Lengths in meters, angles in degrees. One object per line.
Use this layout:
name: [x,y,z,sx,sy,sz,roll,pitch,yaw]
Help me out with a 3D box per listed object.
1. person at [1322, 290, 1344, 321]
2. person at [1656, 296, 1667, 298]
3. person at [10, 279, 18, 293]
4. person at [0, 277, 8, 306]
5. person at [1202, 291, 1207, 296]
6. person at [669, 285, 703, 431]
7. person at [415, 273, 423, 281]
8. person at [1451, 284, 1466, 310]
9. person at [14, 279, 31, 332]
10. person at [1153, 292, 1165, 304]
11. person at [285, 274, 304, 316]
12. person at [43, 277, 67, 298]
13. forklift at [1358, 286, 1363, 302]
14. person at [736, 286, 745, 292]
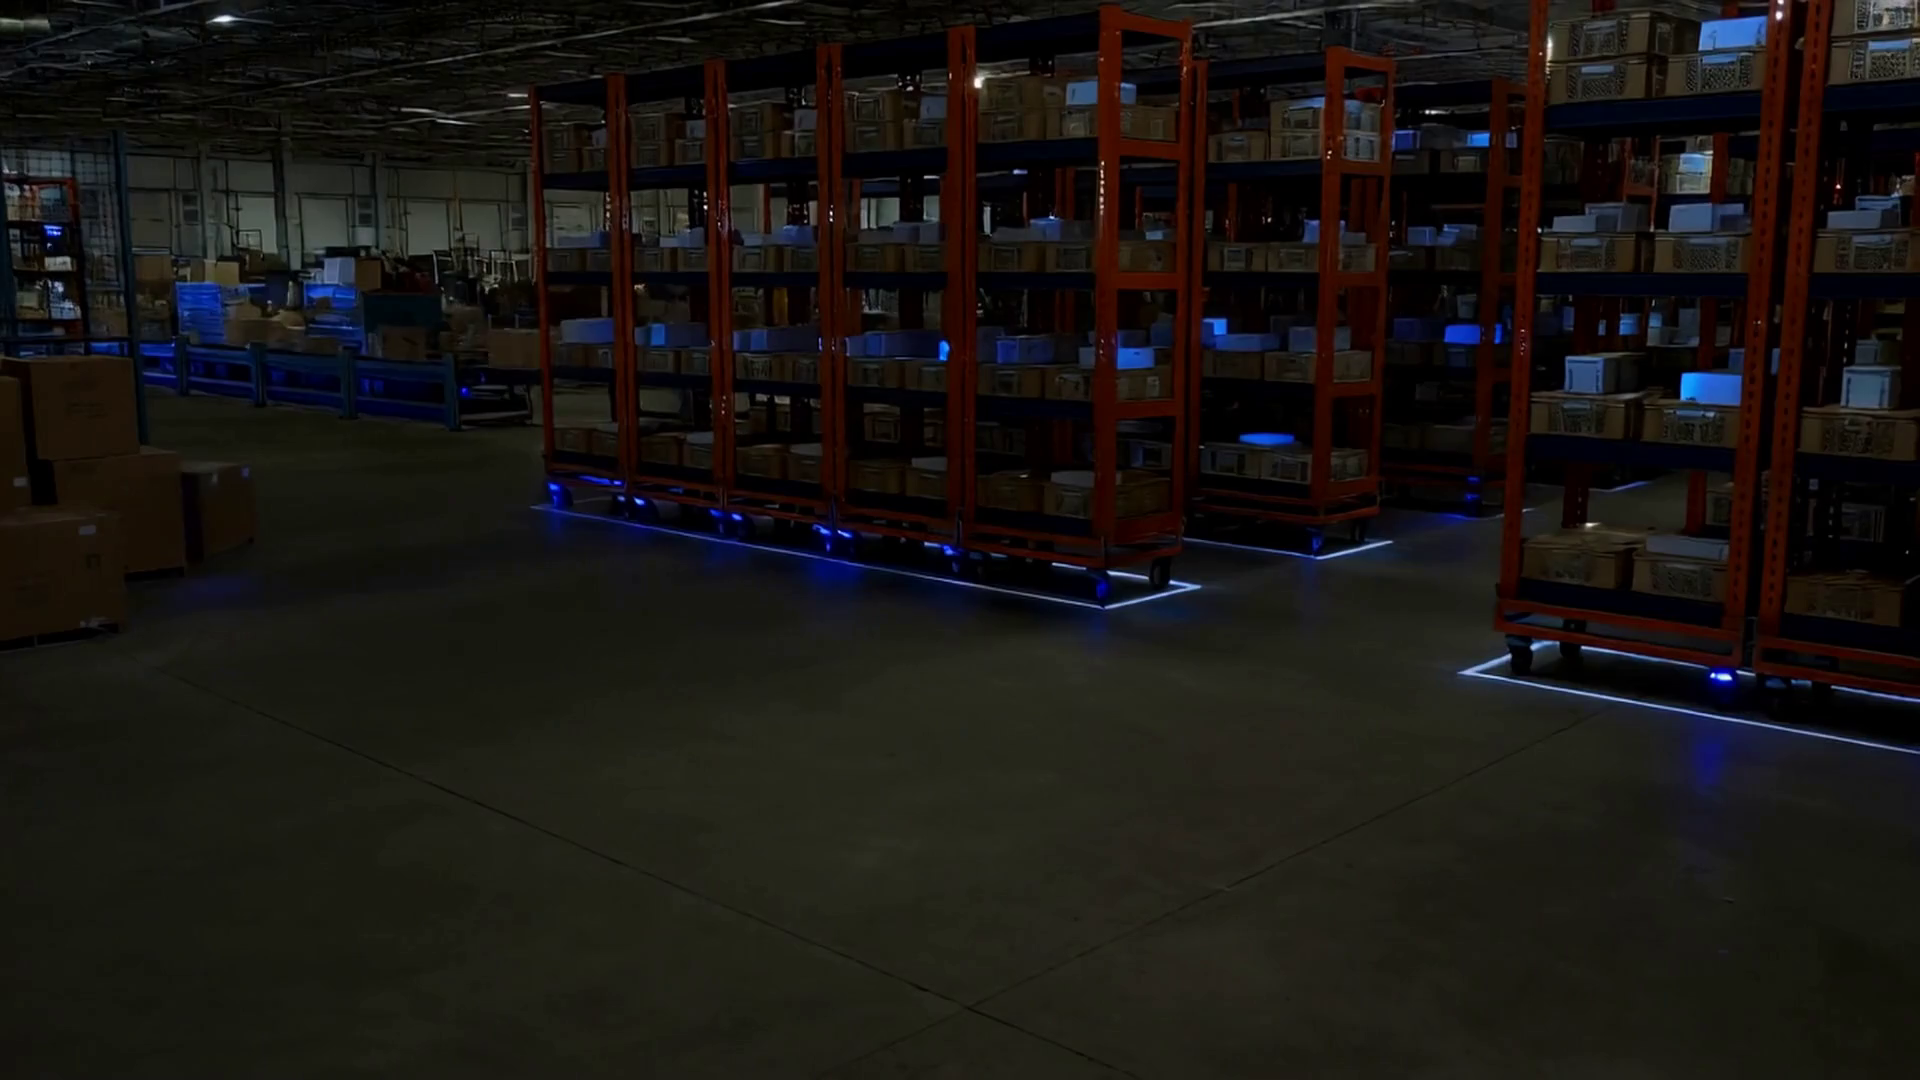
person: [4.810,-2.387,21.899,0.584,1.799,0.899,-7,12,-37]
person: [12.359,-3.688,29.579,0.420,1.891,0.672,1,9,8]
person: [-40.949,-10.500,71.951,0.398,1.680,0.546,5,10,28]
person: [-45.721,-11.878,79.682,0.374,1.929,0.542,3,10,19]
person: [7.476,-7.398,52.388,0.854,1.870,0.649,1,9,6]
person: [-2.923,-1.931,18.532,0.670,1.975,0.651,-6,11,-34]
person: [-28.290,-13.010,86.820,0.581,1.869,0.440,-2,9,-12]
person: [9.218,-3.868,30.811,0.390,1.850,0.563,4,10,22]
person: [-25.772,-6.286,45.725,0.999,1.837,0.583,-9,13,-43]
person: [6.010,-6.890,49.828,0.543,1.681,0.594,-8,12,-41]
person: [-21.601,-7.656,53.876,0.913,1.907,0.545,7,12,38]
person: [-20.969,-5.155,38.642,0.508,1.872,0.329,-5,10,-26]
forklift: [11.100,-7.017,46.970,1.873,2.768,1.129,9,13,43]
person: [-9.777,-10.855,73.438,0.681,1.914,0.581,2,10,14]
